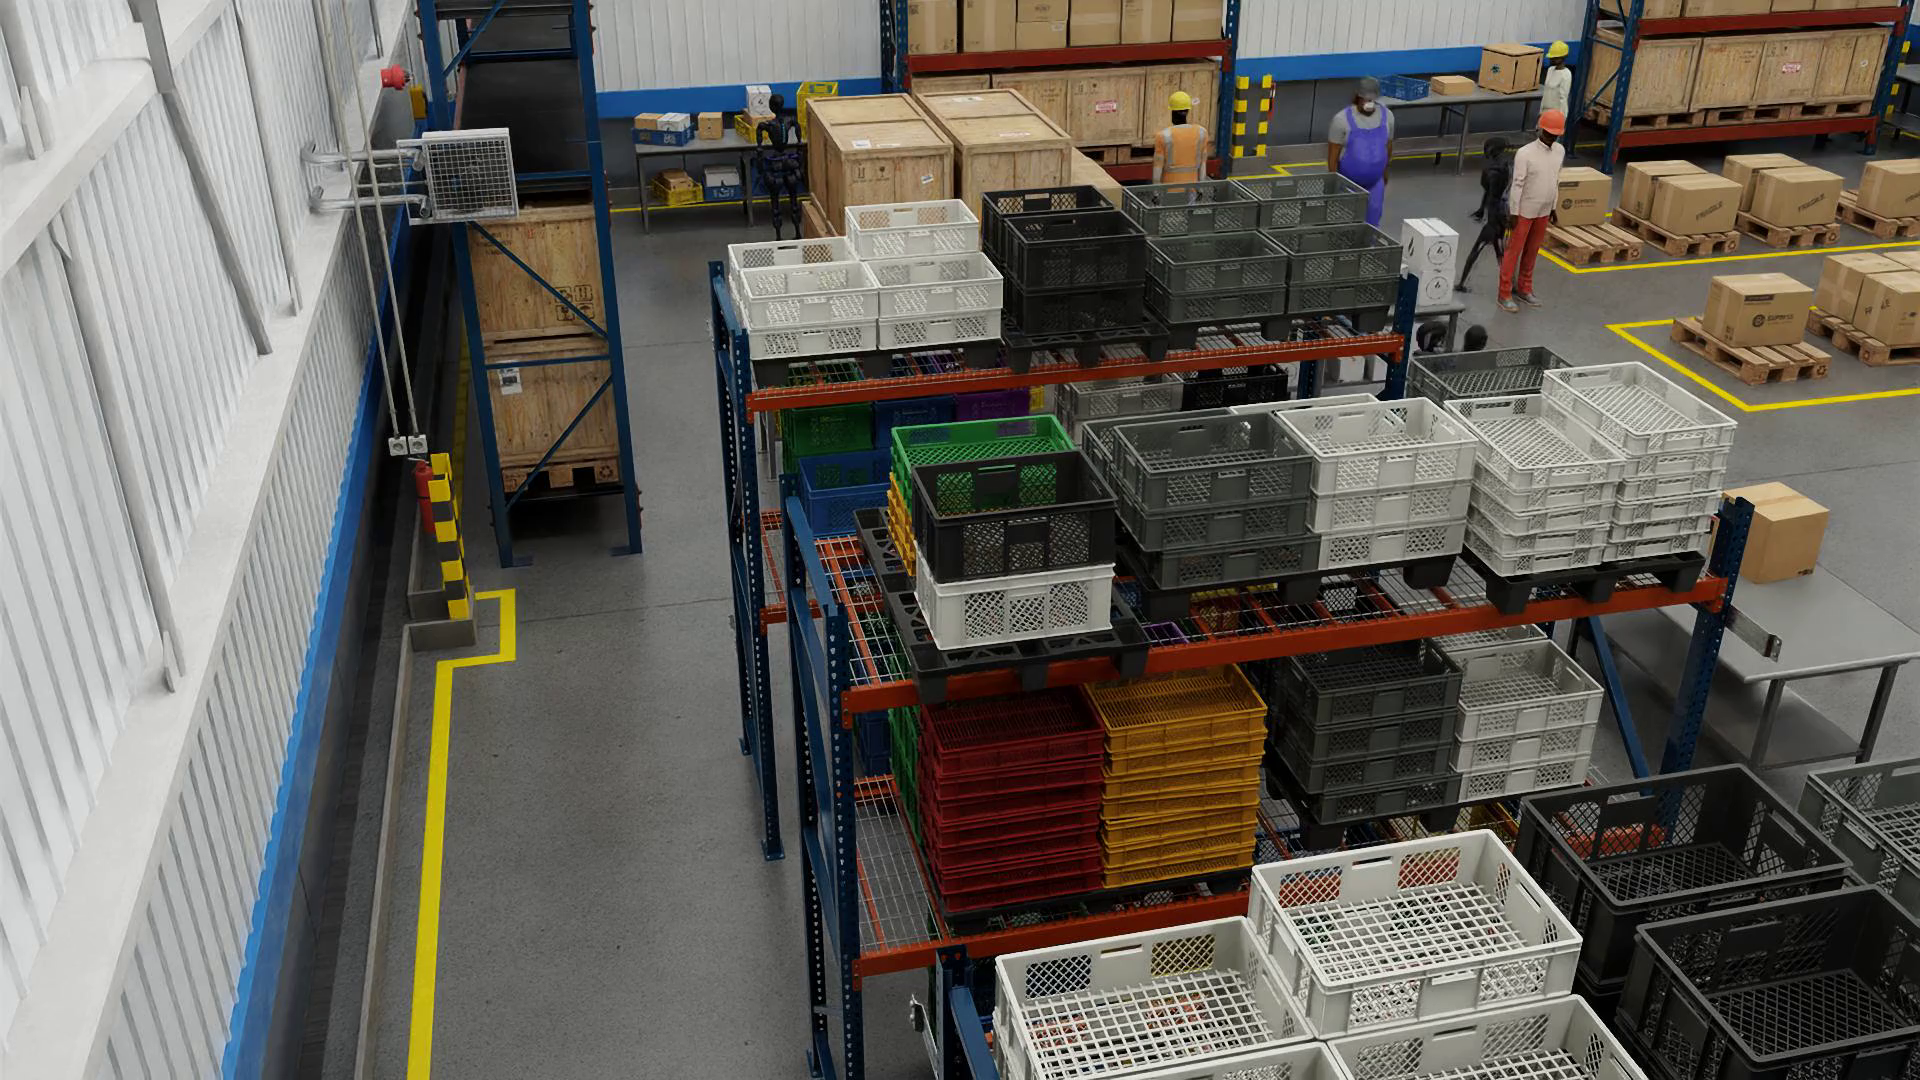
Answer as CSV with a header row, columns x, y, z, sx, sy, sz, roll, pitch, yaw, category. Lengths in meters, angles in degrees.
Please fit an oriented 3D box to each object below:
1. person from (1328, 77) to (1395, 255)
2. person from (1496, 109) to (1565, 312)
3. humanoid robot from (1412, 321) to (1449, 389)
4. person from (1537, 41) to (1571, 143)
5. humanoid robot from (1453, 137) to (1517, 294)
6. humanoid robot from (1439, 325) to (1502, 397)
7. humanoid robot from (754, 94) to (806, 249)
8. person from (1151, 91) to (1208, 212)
x,y,z,sx,sy,sz,roll,pitch,yaw,category
4.209,-3.836,17.425,0.711,2.000,0.870,-2,28,-3,person
5.646,-3.241,16.354,0.608,1.986,0.387,-13,31,-24,person
3.407,-0.801,12.106,0.688,1.650,0.589,-8,29,-15,humanoid robot
7.229,-5.204,20.331,0.383,1.749,0.529,-4,28,-7,person
5.410,-3.250,16.757,0.765,1.619,0.597,15,31,26,humanoid robot
3.555,-0.759,12.010,0.603,1.615,0.767,14,31,25,humanoid robot
-1.965,-4.035,18.176,0.593,1.657,0.324,-15,31,-26,humanoid robot
2.252,-3.674,17.255,0.588,1.920,0.401,-8,29,-15,person
